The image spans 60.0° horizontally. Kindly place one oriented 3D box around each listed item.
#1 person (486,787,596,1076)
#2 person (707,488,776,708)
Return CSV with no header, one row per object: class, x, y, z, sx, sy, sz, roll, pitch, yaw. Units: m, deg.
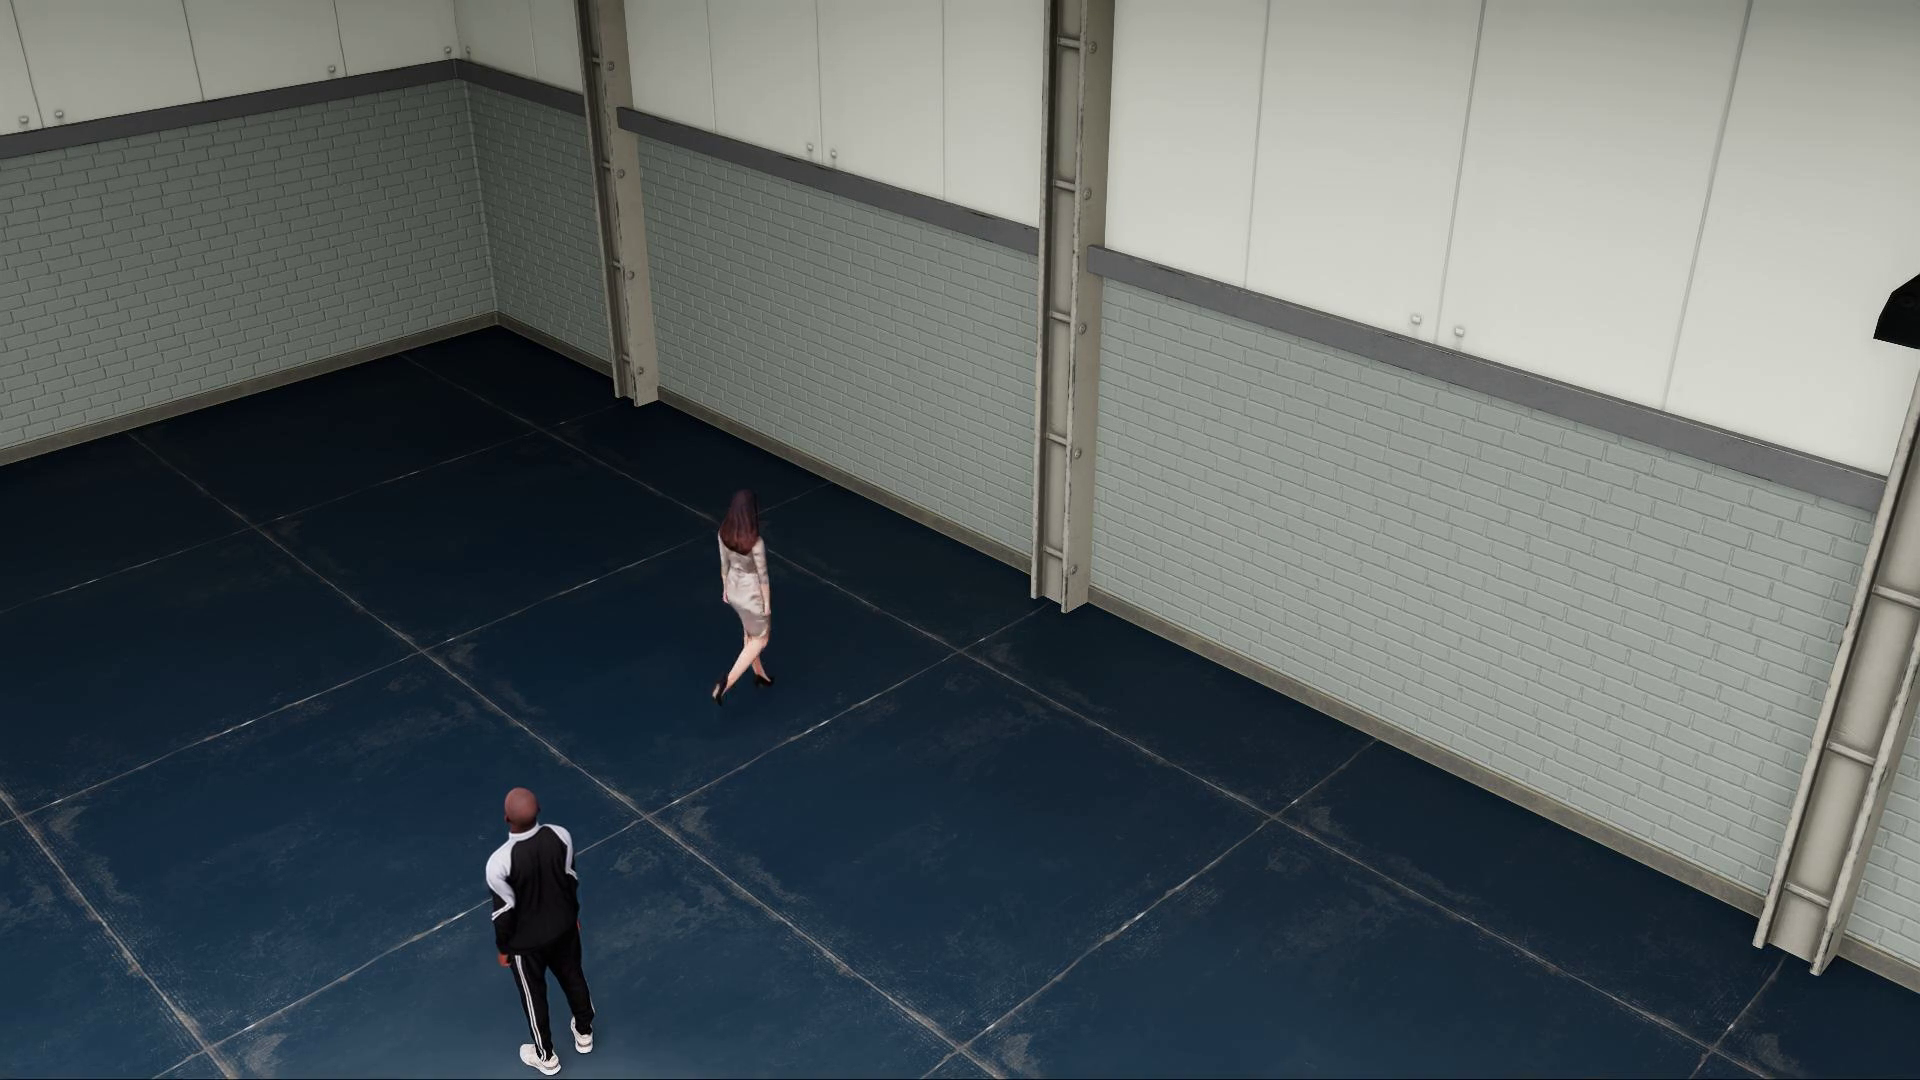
person,-2.243,2.078,8.909,0.663,1.827,0.563,-21,35,-35
person,-1.586,0.458,12.054,0.942,1.729,0.749,18,33,31
